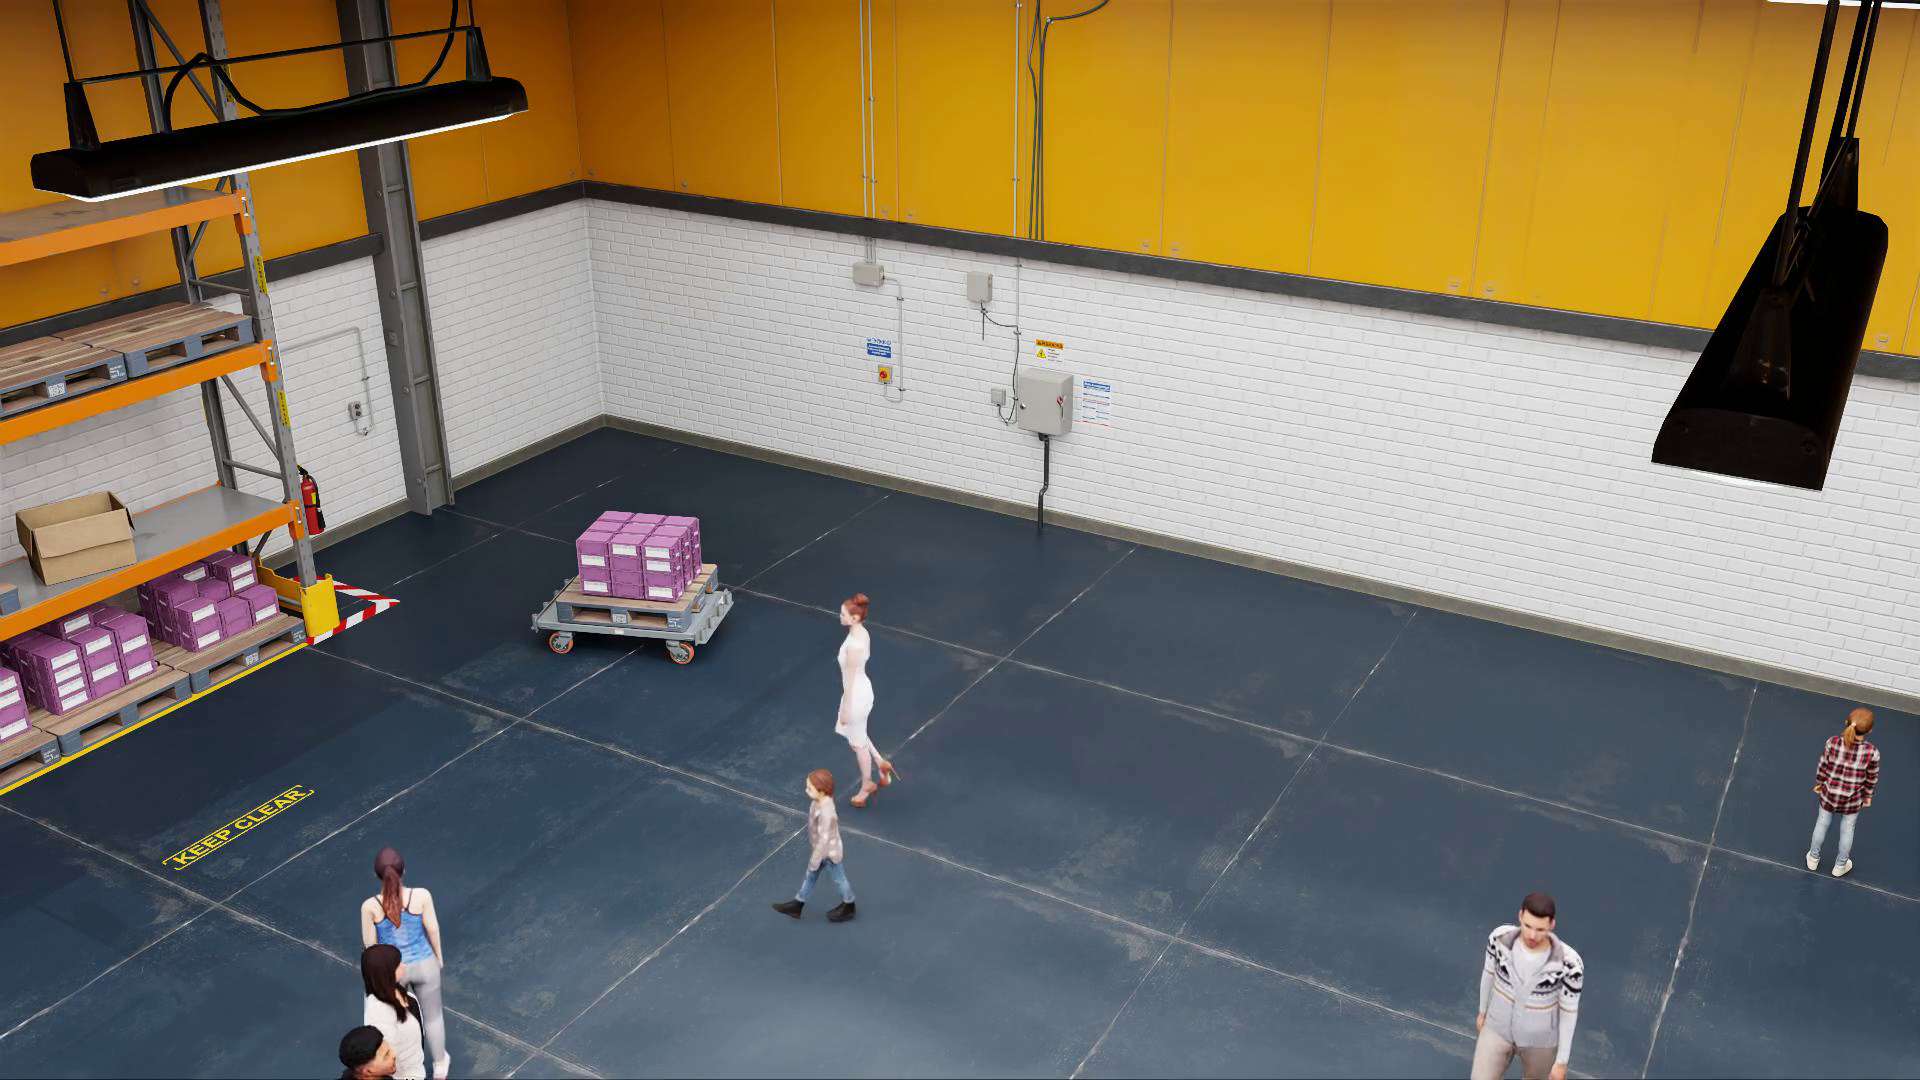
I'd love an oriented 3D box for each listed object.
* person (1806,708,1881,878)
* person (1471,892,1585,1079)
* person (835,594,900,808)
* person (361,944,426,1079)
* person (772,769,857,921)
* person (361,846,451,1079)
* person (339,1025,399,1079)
[{"bbox_3d":[6.263,1.774,11.793,0.544,1.305,0.516,16,28,32],"label":"person"},{"bbox_3d":[3.117,2.656,9.138,0.719,1.816,1.137,15,28,30],"label":"person"},{"bbox_3d":[-0.668,1.220,12.462,0.814,1.783,0.772,-1,24,-2],"label":"person"},{"bbox_3d":[-3.099,2.852,8.923,0.948,1.628,0.871,-8,25,-19],"label":"person"},{"bbox_3d":[-0.850,2.082,11.260,0.851,1.168,0.793,-6,24,-13],"label":"person"},{"bbox_3d":[-3.246,2.506,9.741,0.648,1.608,0.725,-10,25,-21],"label":"person"},{"bbox_3d":[-2.901,3.125,8.109,1.259,1.781,1.078,-12,27,-26],"label":"person"}]
